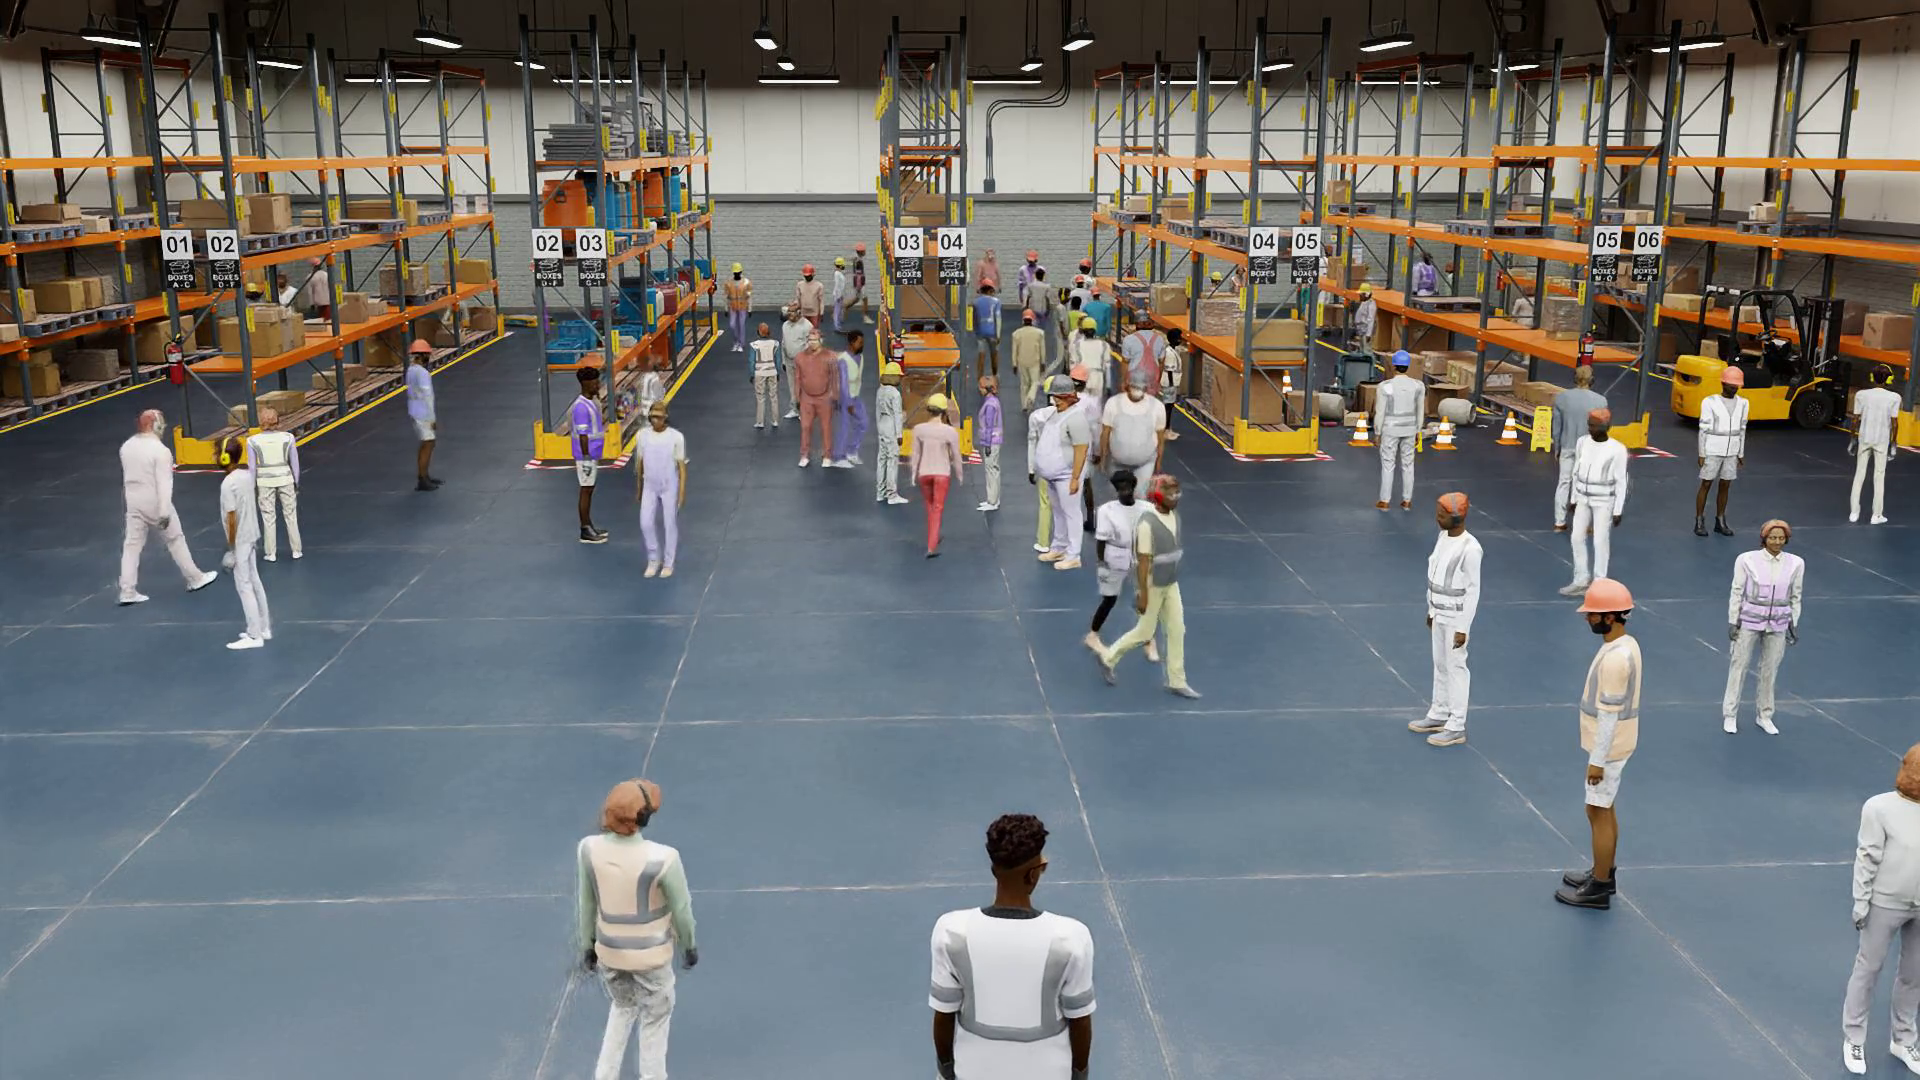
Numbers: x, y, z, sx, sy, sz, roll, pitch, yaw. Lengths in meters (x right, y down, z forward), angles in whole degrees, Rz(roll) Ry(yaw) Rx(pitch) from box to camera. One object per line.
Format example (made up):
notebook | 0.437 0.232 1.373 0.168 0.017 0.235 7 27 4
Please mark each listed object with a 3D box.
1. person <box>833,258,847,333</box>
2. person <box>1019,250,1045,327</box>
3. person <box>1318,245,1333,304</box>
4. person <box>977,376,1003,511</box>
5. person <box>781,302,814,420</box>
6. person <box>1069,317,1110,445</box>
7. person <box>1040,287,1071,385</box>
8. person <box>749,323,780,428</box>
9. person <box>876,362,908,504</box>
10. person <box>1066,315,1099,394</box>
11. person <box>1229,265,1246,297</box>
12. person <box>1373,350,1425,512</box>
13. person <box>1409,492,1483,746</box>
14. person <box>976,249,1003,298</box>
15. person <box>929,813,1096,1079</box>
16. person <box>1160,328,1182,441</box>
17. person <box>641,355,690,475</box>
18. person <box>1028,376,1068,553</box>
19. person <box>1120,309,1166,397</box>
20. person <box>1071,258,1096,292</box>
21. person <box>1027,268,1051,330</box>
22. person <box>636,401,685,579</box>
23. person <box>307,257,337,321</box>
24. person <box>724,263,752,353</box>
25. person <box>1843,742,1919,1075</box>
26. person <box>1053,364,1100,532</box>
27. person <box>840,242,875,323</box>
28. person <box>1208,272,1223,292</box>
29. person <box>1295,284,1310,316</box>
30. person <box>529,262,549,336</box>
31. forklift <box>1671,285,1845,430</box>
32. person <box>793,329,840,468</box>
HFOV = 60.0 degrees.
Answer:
person | -2.842 -5.803 39.438 0.317 1.769 0.523 1 13 6
person | 1.629 -5.601 38.047 0.605 2.013 0.798 2 13 8
person | 9.366 -6.586 42.532 0.351 1.878 0.568 12 18 41
person | 0.368 -1.167 20.093 0.313 1.634 0.514 1 13 5
person | -2.637 -2.882 26.798 0.636 1.900 0.399 9 16 34
person | 1.896 -2.288 24.261 0.615 1.898 0.580 -1 13 -6
person | 1.853 -3.669 30.252 0.795 1.846 0.533 2 14 10
person | -3.043 -2.564 25.990 0.514 1.641 0.308 -7 15 -27
person | -0.845 -1.325 20.522 0.318 1.741 0.492 -9 16 -33
person | 1.843 -2.601 25.805 0.383 1.808 0.766 -13 18 -43
person | 6.472 -5.556 38.665 0.513 1.640 0.309 -6 14 -23
person | 5.266 -1.305 19.995 0.605 1.948 0.389 -2 13 -6
person | 3.588 0.567 12.198 0.354 1.886 0.573 -2 13 -8
person | 0.717 -6.262 41.126 0.679 1.880 0.426 -8 15 -31
person | 0.193 1.954 6.161 0.608 1.959 0.382 2 13 8
person | 3.162 -2.336 24.922 0.320 1.687 0.537 2 14 10
person | -4.005 -1.682 22.326 0.827 1.599 0.551 -5 14 -21
person | 1.016 -0.816 18.003 0.590 1.919 0.403 -2 13 -9
person | 2.627 -2.366 24.292 0.685 2.000 0.535 -5 14 -21
person | 2.625 -4.929 35.178 0.601 2.035 0.402 9 16 32
person | 1.652 -4.826 35.212 0.520 1.822 0.981 1 13 2
person | -3.045 -0.493 16.810 0.538 1.827 0.533 2 13 7
person | -14.110 -5.300 36.926 0.654 1.952 0.671 -3 14 -12
person | -4.741 -4.942 35.475 0.620 1.905 0.610 0 13 1
person | 4.446 1.729 7.817 0.497 1.633 0.284 1 13 4
person | 1.304 -1.040 18.931 0.583 1.920 0.431 4 14 16
person | -2.595 -6.386 41.408 0.886 2.028 0.616 -3 14 -12
person | 5.361 -4.774 35.104 0.336 1.757 0.518 -1 13 -6
person | 8.595 -6.276 41.452 0.526 1.765 0.329 -8 15 -29
person | -9.812 -5.613 38.677 0.354 1.744 0.565 -9 16 -33
forklift | 12.503 -2.886 26.166 2.313 2.155 1.214 -1 13 -3
person | -1.962 -1.941 22.799 0.676 1.899 0.411 2 13 6
